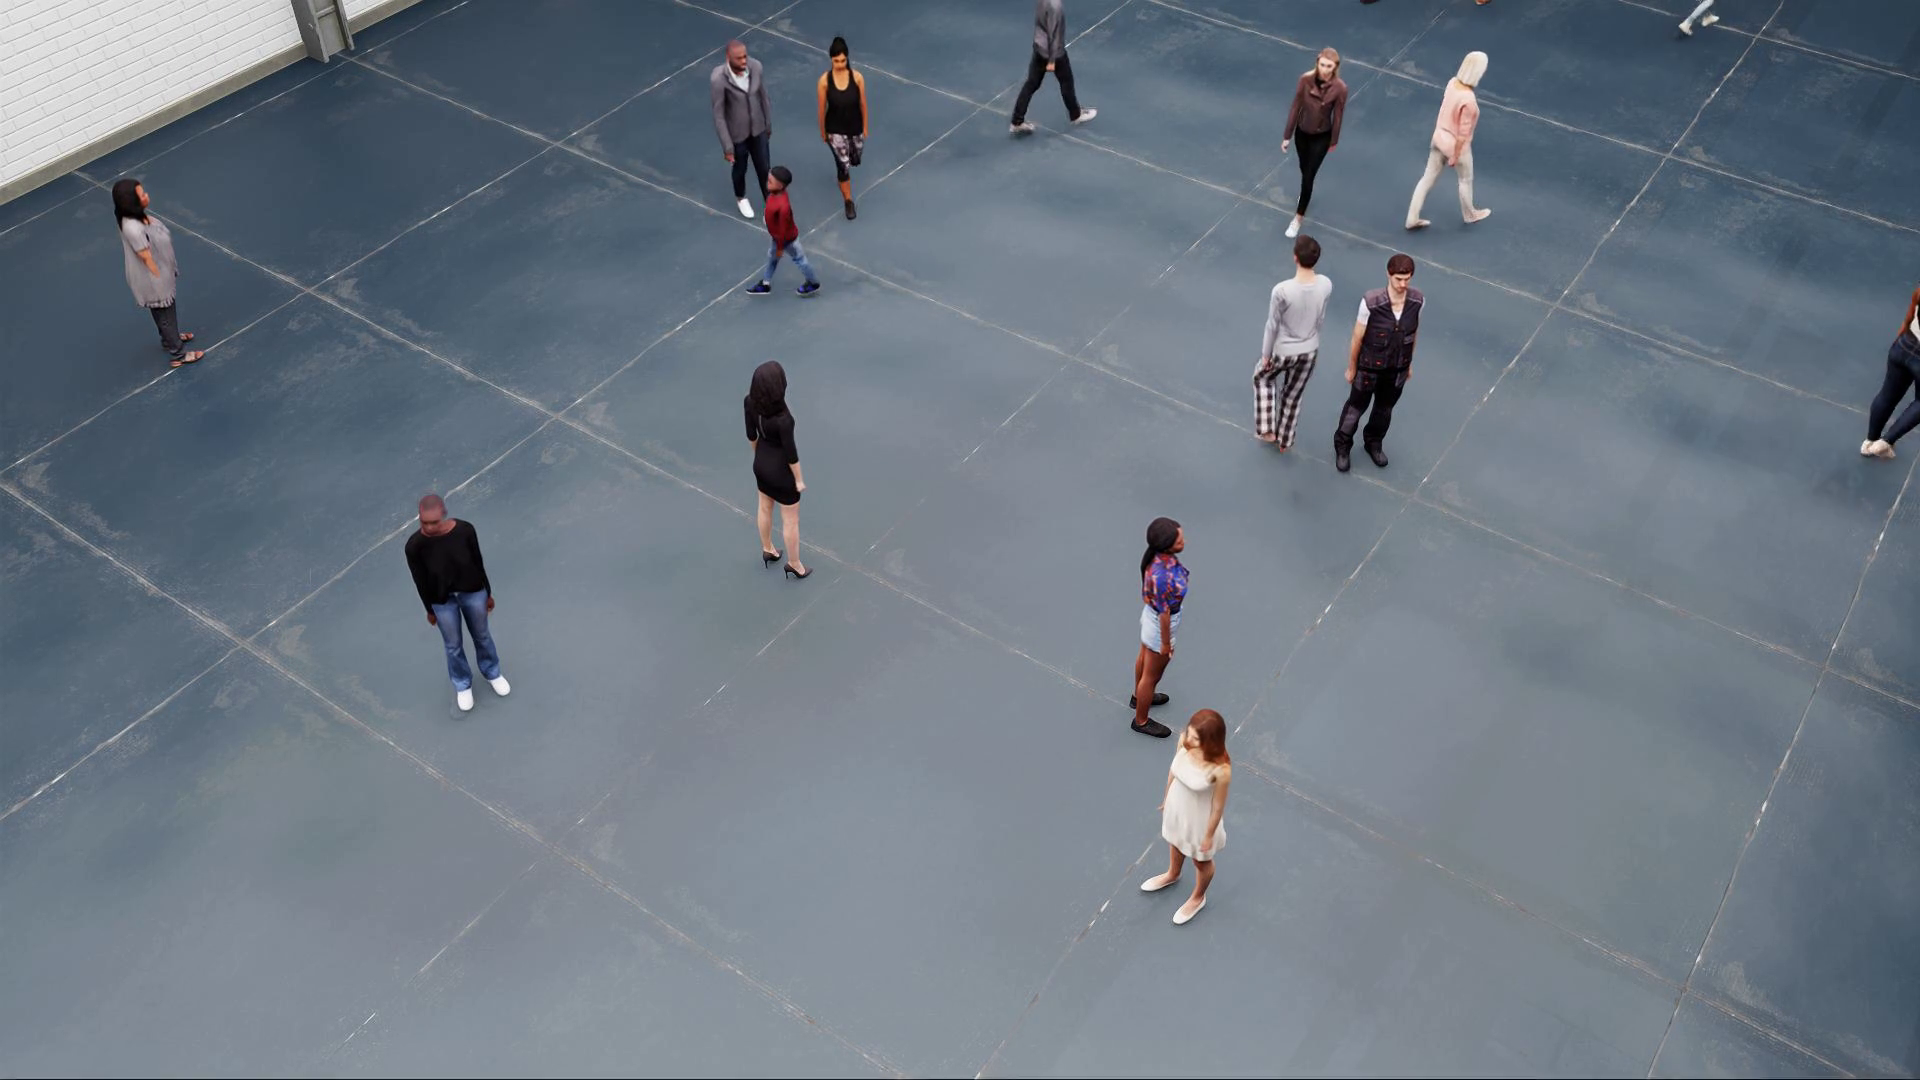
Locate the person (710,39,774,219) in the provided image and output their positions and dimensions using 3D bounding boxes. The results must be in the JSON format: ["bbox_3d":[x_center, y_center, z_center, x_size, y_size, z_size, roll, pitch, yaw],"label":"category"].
[{"bbox_3d":[-1.939,-3.622,14.671,1.093,1.779,1.066,-22,48,-21],"label":"person"}]

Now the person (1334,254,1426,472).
[{"bbox_3d":[3.088,-1.308,12.193,0.746,1.848,0.803,-6,44,-7],"label":"person"}]

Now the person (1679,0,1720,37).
[{"bbox_3d":[7.899,-5.925,17.444,0.967,1.290,0.799,-17,46,-17],"label":"person"}]

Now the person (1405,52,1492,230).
[{"bbox_3d":[4.220,-3.454,14.559,1.095,1.691,0.948,-15,46,-15],"label":"person"}]

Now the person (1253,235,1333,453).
[{"bbox_3d":[2.489,-1.367,12.261,0.779,1.838,0.837,-6,44,-7],"label":"person"}]

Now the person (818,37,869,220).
[{"bbox_3d":[-1.046,-3.725,14.872,0.940,1.652,0.951,-12,45,-12],"label":"person"}]

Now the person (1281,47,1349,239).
[{"bbox_3d":[3.142,-3.609,14.743,0.660,1.662,1.109,21,48,21],"label":"person"}]

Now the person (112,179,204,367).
[{"bbox_3d":[-6.457,-2.144,13.248,0.774,1.603,0.734,-25,49,-24],"label":"person"}]

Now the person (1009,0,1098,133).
[{"bbox_3d":[0.769,-4.636,15.780,1.220,1.718,0.991,-18,46,-18],"label":"person"}]

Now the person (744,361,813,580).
[{"bbox_3d":[-1.257,-0.461,11.333,0.608,1.806,0.513,31,52,29],"label":"person"}]

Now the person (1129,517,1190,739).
[{"bbox_3d":[1.233,0.522,10.348,0.731,1.743,0.631,1,44,1],"label":"person"}]

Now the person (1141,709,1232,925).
[{"bbox_3d":[1.317,1.514,9.333,0.631,1.706,0.624,-26,49,-24],"label":"person"}]

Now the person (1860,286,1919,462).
[{"bbox_3d":[6.988,-1.298,12.219,0.815,1.797,0.759,-23,48,-22],"label":"person"}]

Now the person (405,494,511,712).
[{"bbox_3d":[-3.186,0.354,10.521,0.627,1.747,0.738,-21,47,-20],"label":"person"}]

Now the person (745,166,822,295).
[{"bbox_3d":[-1.413,-2.570,13.970,0.929,1.224,0.824,-11,45,-11],"label":"person"}]
